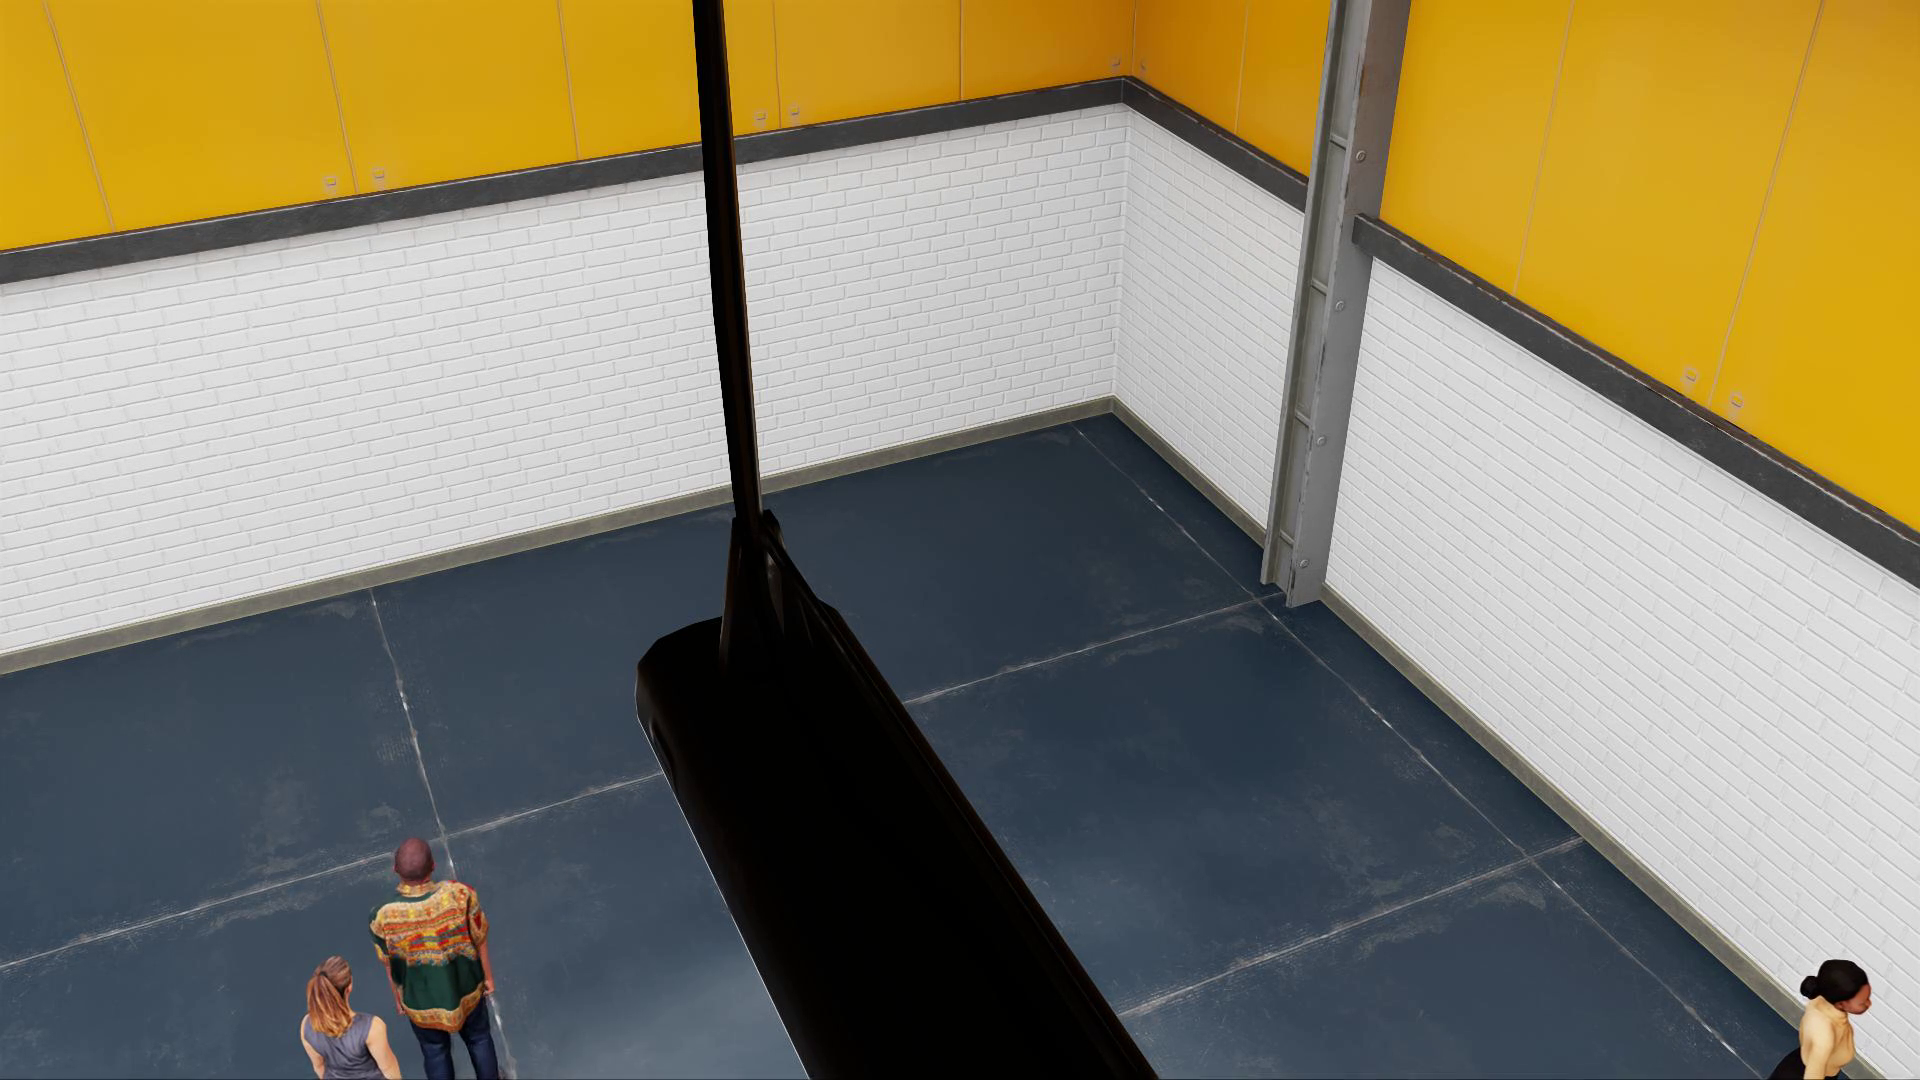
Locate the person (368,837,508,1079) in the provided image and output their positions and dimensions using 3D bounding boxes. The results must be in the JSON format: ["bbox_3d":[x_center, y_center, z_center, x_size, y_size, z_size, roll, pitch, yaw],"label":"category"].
[{"bbox_3d":[-2.547,2.208,8.186,0.701,1.798,0.659,-13,36,-18],"label":"person"}]

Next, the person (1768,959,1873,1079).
[{"bbox_3d":[3.927,2.569,7.774,0.717,1.653,0.672,14,36,21],"label":"person"}]

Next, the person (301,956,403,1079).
[{"bbox_3d":[-2.749,2.588,7.682,0.640,1.724,0.675,4,34,6],"label":"person"}]
